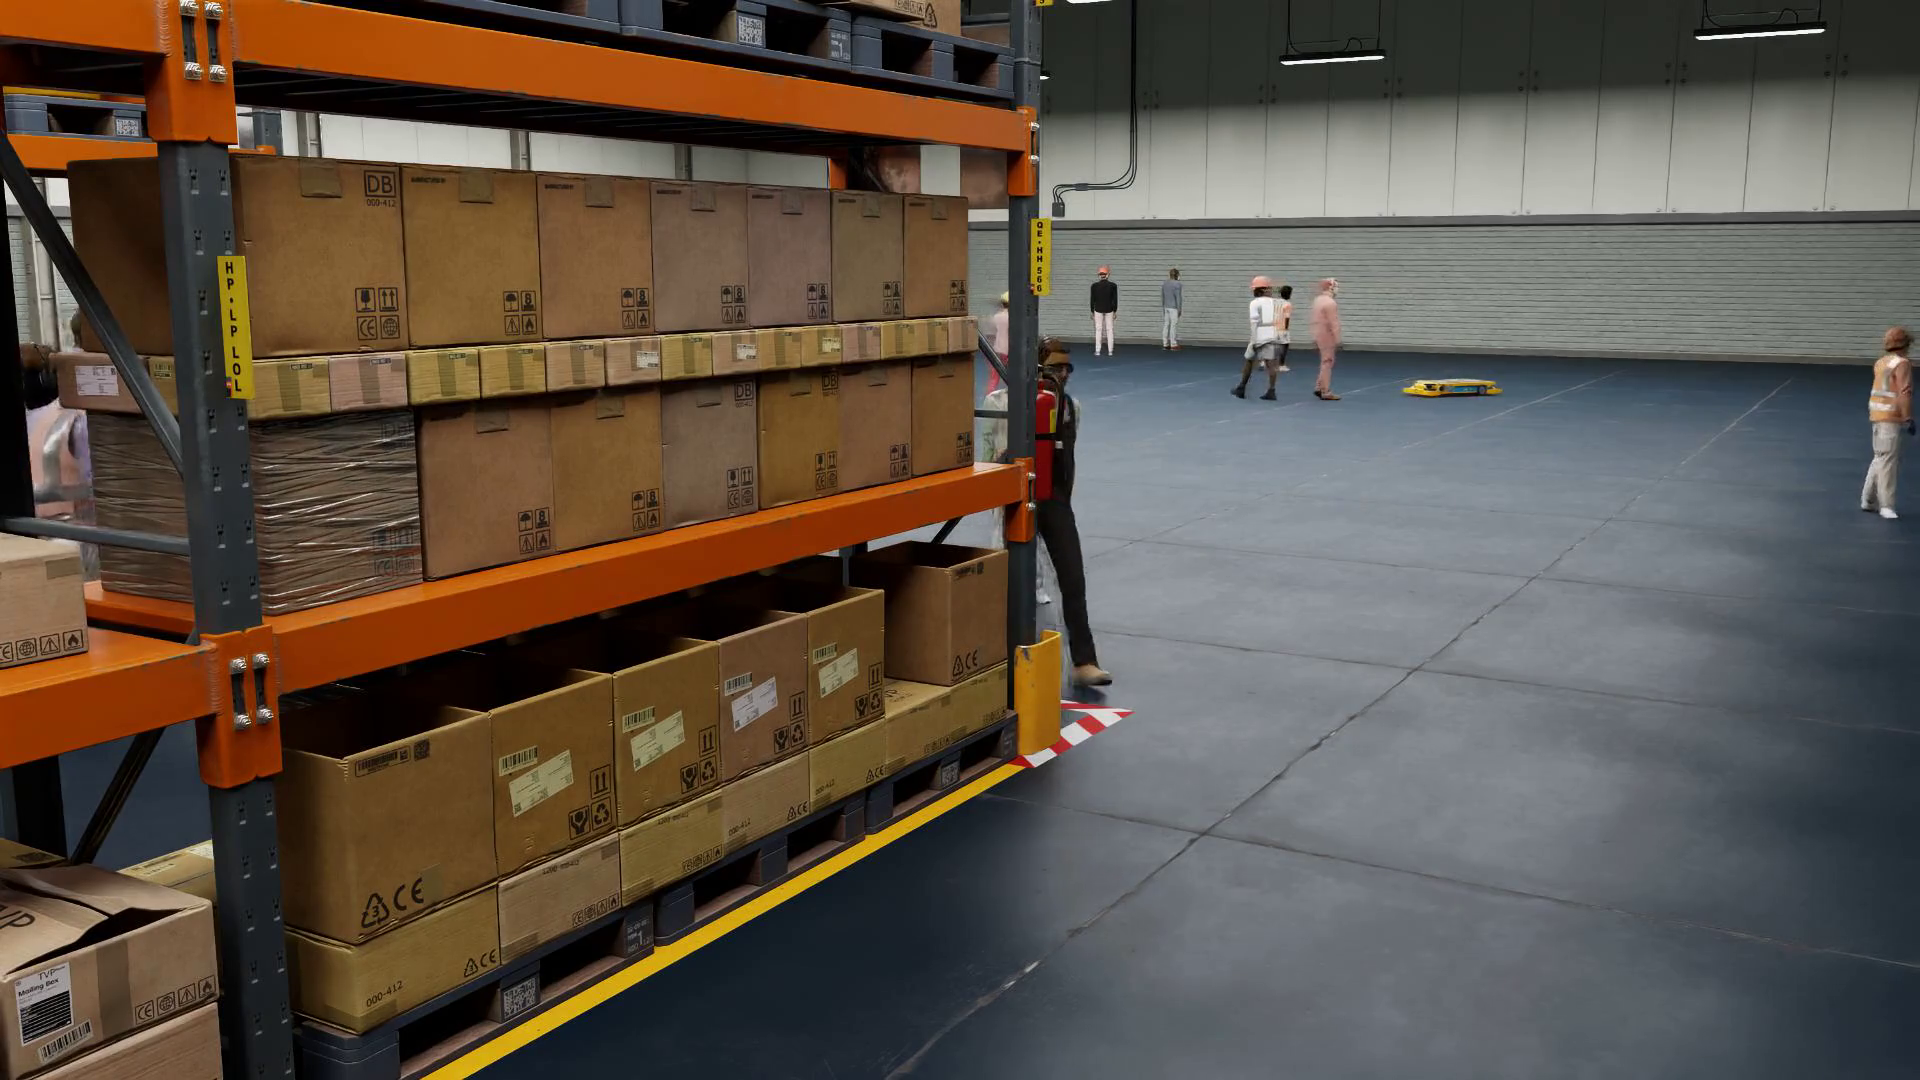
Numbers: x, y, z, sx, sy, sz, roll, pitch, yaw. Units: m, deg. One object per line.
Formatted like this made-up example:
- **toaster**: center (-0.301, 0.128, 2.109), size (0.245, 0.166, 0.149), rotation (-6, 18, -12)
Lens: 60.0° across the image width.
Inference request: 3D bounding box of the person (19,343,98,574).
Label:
- **person**: center (-4.381, -0.013, 7.873), size (0.646, 1.818, 0.725), rotation (5, 11, 25)

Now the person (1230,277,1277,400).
- **person**: center (4.629, -3.136, 25.909), size (0.560, 1.893, 0.927), rotation (-6, 11, -31)

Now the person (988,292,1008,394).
- **person**: center (0.705, -2.638, 23.511), size (0.888, 1.721, 0.540), rotation (-8, 13, -41)

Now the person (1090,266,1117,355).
- **person**: center (3.237, -5.154, 37.462), size (0.613, 1.990, 0.392), rotation (0, 10, 2)

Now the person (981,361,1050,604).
- **person**: center (0.387, -0.398, 10.642), size (0.521, 1.640, 0.307), rotation (-3, 10, -15)

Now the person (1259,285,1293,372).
- **person**: center (6.094, -4.059, 31.995), size (0.588, 1.666, 0.546), rotation (-5, 11, -29)

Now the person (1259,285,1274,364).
- **person**: center (6.367, -4.478, 34.545), size (0.285, 1.633, 0.500), rotation (-1, 10, -4)

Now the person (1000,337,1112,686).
- **person**: center (0.469, -0.127, 8.567), size (0.513, 1.808, 0.890), rotation (-5, 11, -28)

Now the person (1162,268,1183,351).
- **person**: center (5.015, -5.449, 39.344), size (0.372, 1.939, 0.629), rotation (-6, 11, -32)

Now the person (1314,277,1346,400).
- **person**: center (5.707, -3.104, 25.732), size (0.441, 1.898, 0.670), rotation (0, 10, -1)

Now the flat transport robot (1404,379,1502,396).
- **flat transport robot**: center (7.919, -2.458, 26.706), size (1.431, 0.197, 0.652), rotation (-4, 10, -21)

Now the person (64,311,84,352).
- **person**: center (-5.384, -0.516, 10.554), size (0.874, 1.903, 0.630), rotation (-9, 13, -44)

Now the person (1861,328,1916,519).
- **person**: center (7.990, -1.002, 14.295), size (0.320, 1.611, 0.667), rotation (2, 10, 13)
